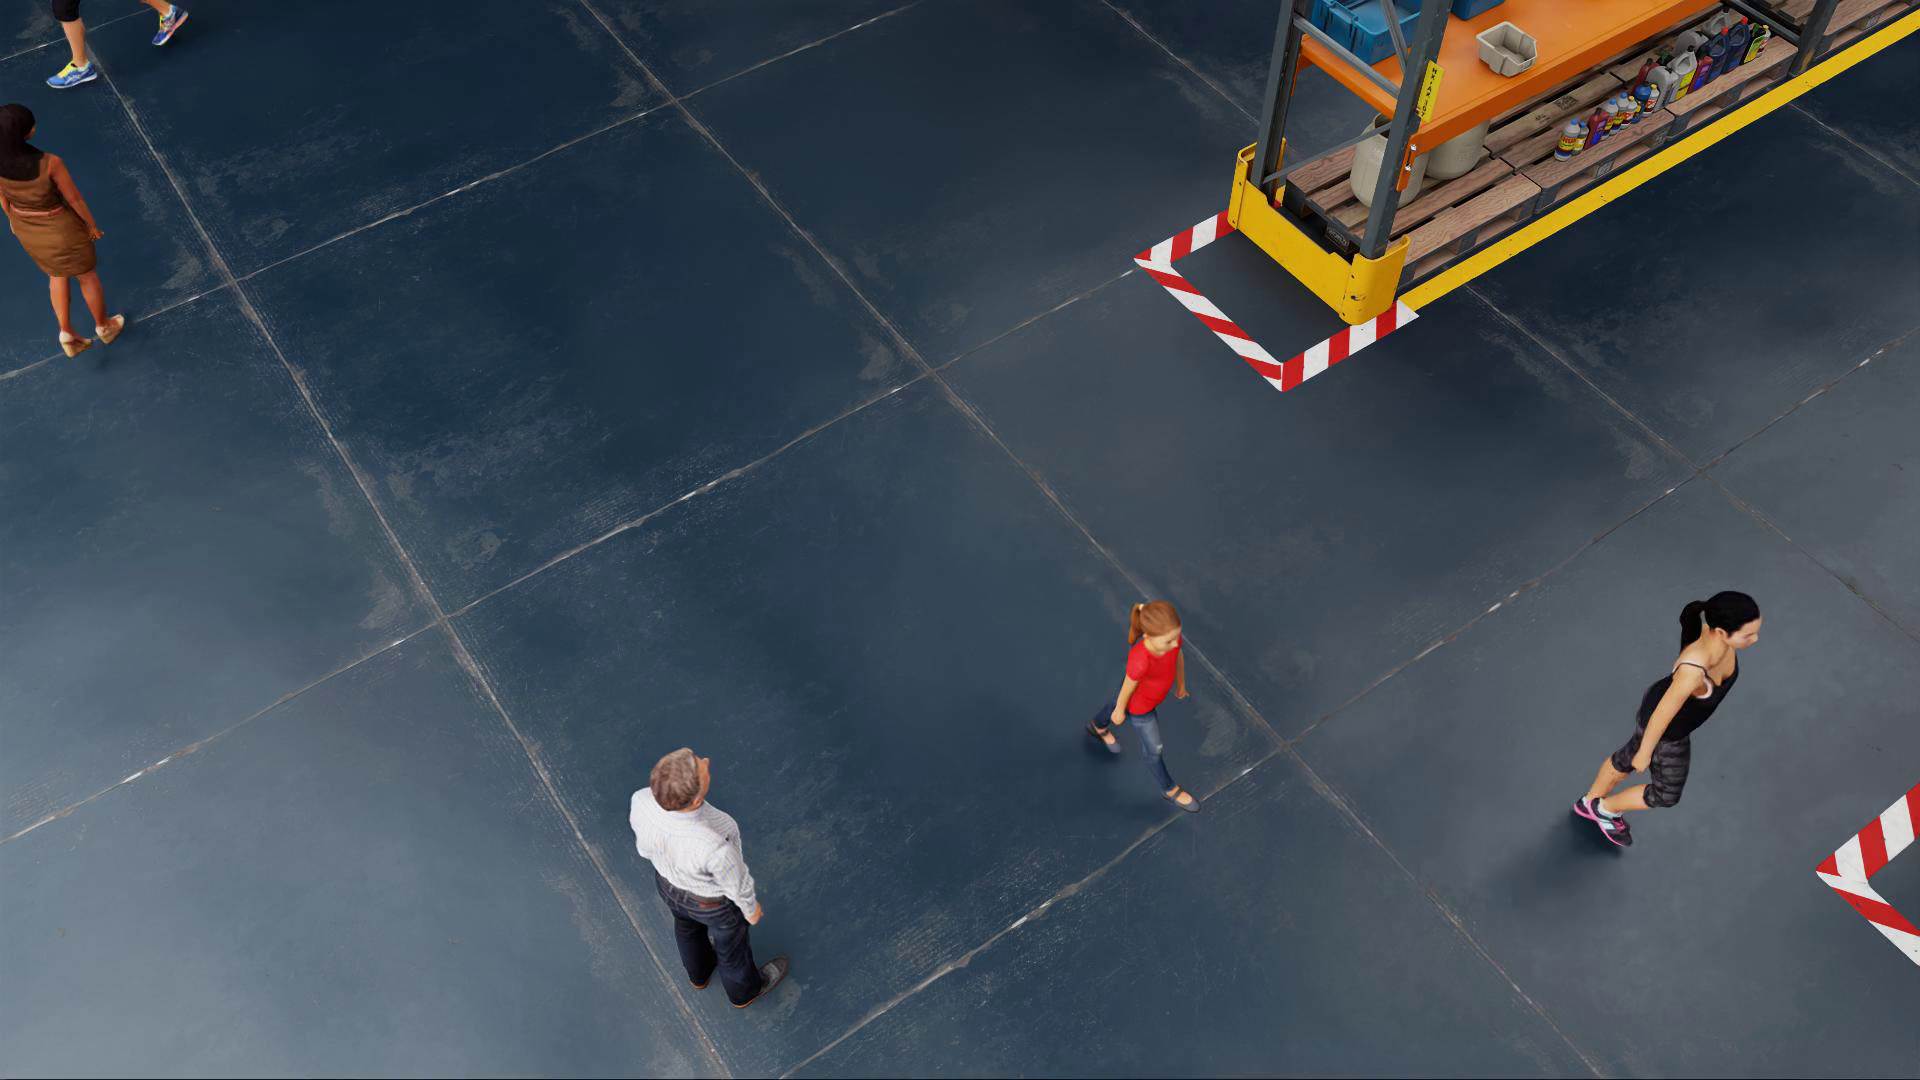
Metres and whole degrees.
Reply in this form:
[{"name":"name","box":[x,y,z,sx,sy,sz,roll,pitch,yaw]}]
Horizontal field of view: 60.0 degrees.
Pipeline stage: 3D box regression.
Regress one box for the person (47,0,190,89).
[{"name":"person","box":[-5.559,-3.808,10.521,1.234,1.827,0.643,-32,59,-22]}]

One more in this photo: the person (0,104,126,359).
[{"name":"person","box":[-4.885,-1.634,8.937,0.786,1.670,0.856,-9,53,-7]}]

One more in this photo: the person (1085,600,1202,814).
[{"name":"person","box":[0.781,0.653,7.412,0.696,1.280,0.895,35,60,24]}]

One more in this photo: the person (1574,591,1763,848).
[{"name":"person","box":[2.916,0.730,7.072,0.730,1.723,0.638,30,58,21]}]

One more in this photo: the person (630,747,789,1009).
[{"name":"person","box":[-1.012,1.343,6.537,0.732,1.820,0.709,26,57,19]}]
